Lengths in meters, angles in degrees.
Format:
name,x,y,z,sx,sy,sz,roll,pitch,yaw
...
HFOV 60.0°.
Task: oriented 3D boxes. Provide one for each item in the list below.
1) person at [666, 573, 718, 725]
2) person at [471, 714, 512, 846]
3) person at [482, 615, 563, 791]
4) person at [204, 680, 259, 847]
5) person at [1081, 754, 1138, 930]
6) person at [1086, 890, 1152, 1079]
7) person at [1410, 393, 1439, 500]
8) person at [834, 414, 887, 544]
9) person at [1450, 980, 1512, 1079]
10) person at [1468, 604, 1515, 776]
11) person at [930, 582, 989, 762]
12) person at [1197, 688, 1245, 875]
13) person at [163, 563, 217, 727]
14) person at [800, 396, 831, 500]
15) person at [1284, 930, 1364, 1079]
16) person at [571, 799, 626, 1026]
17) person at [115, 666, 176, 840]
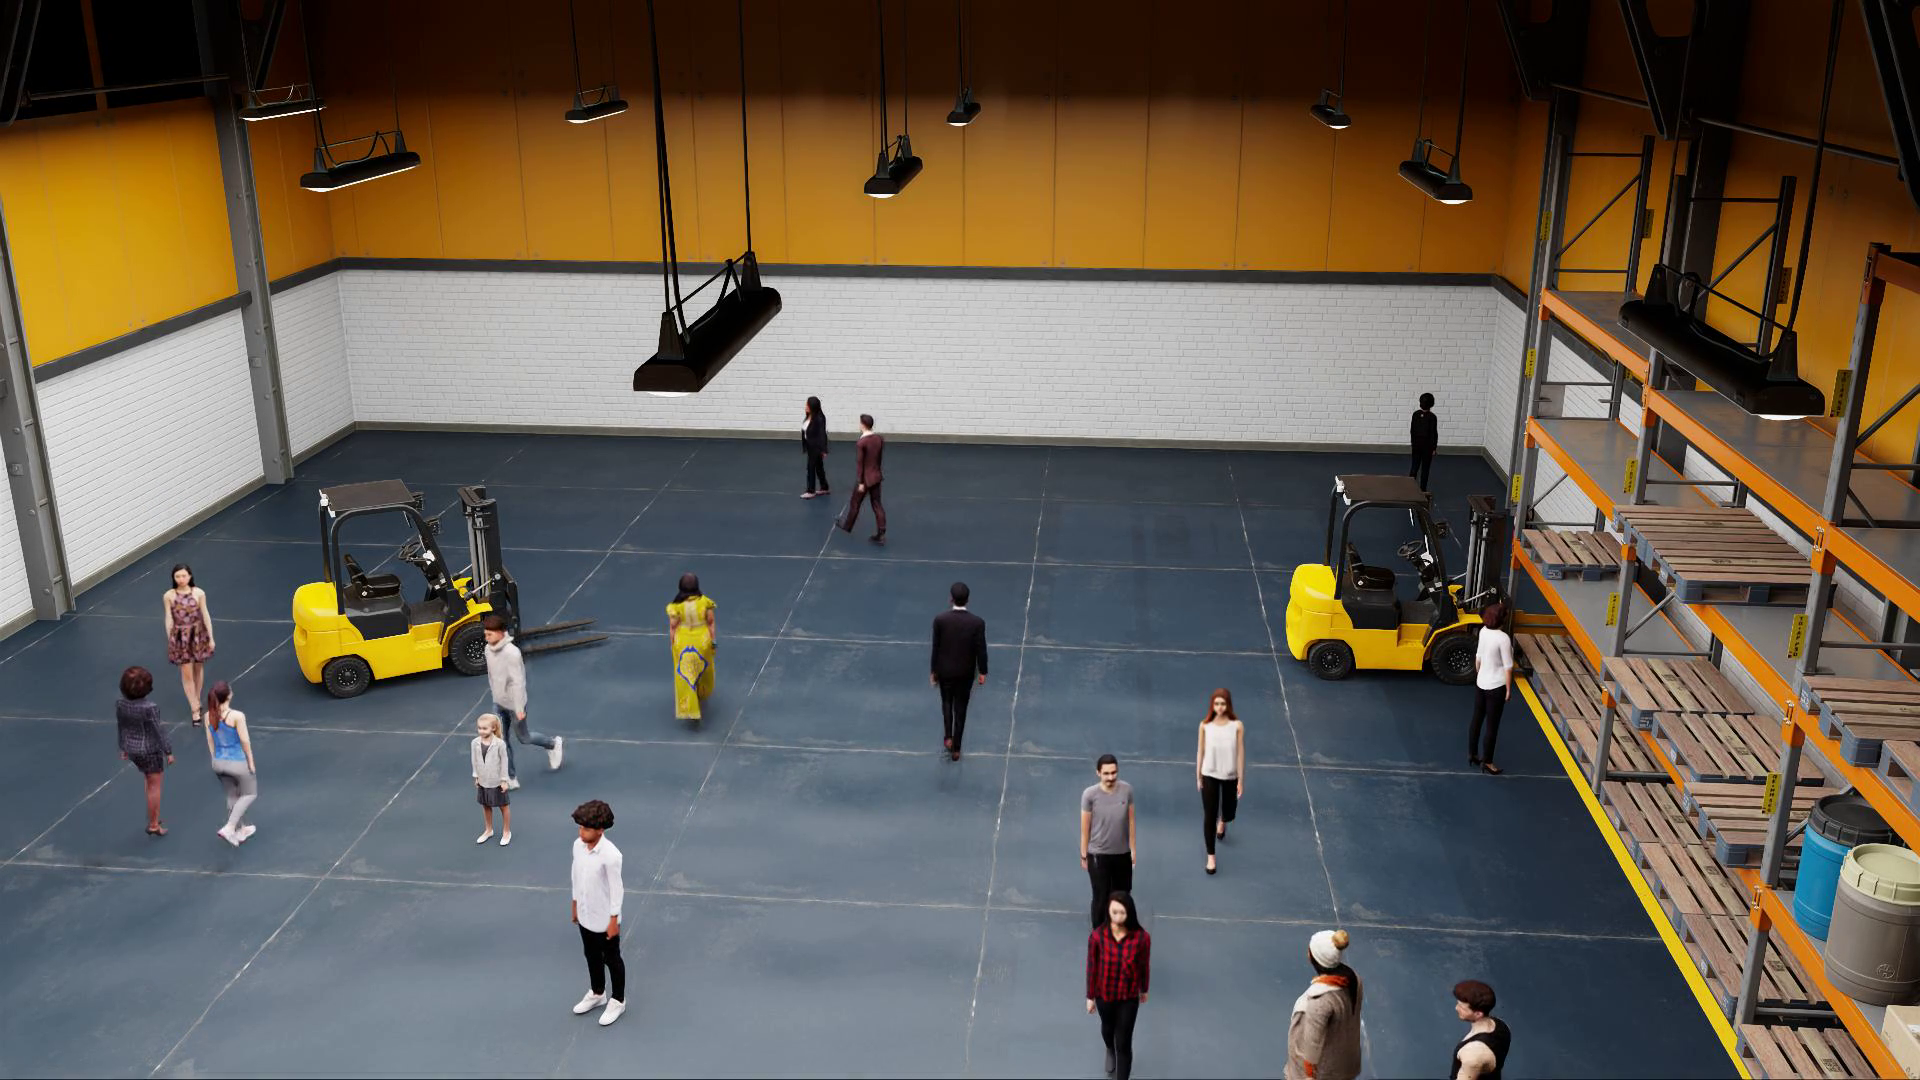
name,x,y,z,sx,sy,sz,roll,pitch,yaw
person,-2.851,1.190,17.815,1.073,1.604,1.416,-6,20,-18
person,-4.320,2.194,15.350,0.523,1.275,0.543,4,19,11
person,-4.334,1.571,16.337,1.072,1.825,1.223,12,22,31
person,-6.680,2.075,15.193,0.624,1.601,0.806,2,19,6
person,1.200,2.528,13.632,0.865,1.739,1.062,-6,20,-17
person,1.107,3.190,11.861,0.609,1.614,1.047,2,19,7
person,7.108,-1.447,25.537,0.713,1.674,0.668,-17,25,-41
person,-1.227,-0.827,23.465,1.214,1.822,1.204,17,25,41
person,3.266,3.582,10.298,0.872,1.869,0.798,12,22,31
person,5.310,1.480,16.656,0.746,1.795,0.623,-8,20,-23
person,-0.042,1.359,16.899,0.736,1.869,0.695,1,19,4
person,2.343,2.107,14.931,0.623,1.707,0.967,3,19,10
person,-8.296,1.078,17.917,0.888,1.751,0.998,-10,21,-27
person,-2.149,-1.432,25.620,0.968,1.593,0.917,-12,22,-32
person,2.448,3.393,10.845,0.887,1.878,0.801,16,24,39
person,-2.756,2.810,12.683,0.723,1.810,0.735,12,22,31
person,-7.548,1.997,15.288,0.704,1.687,0.666,6,20,18
